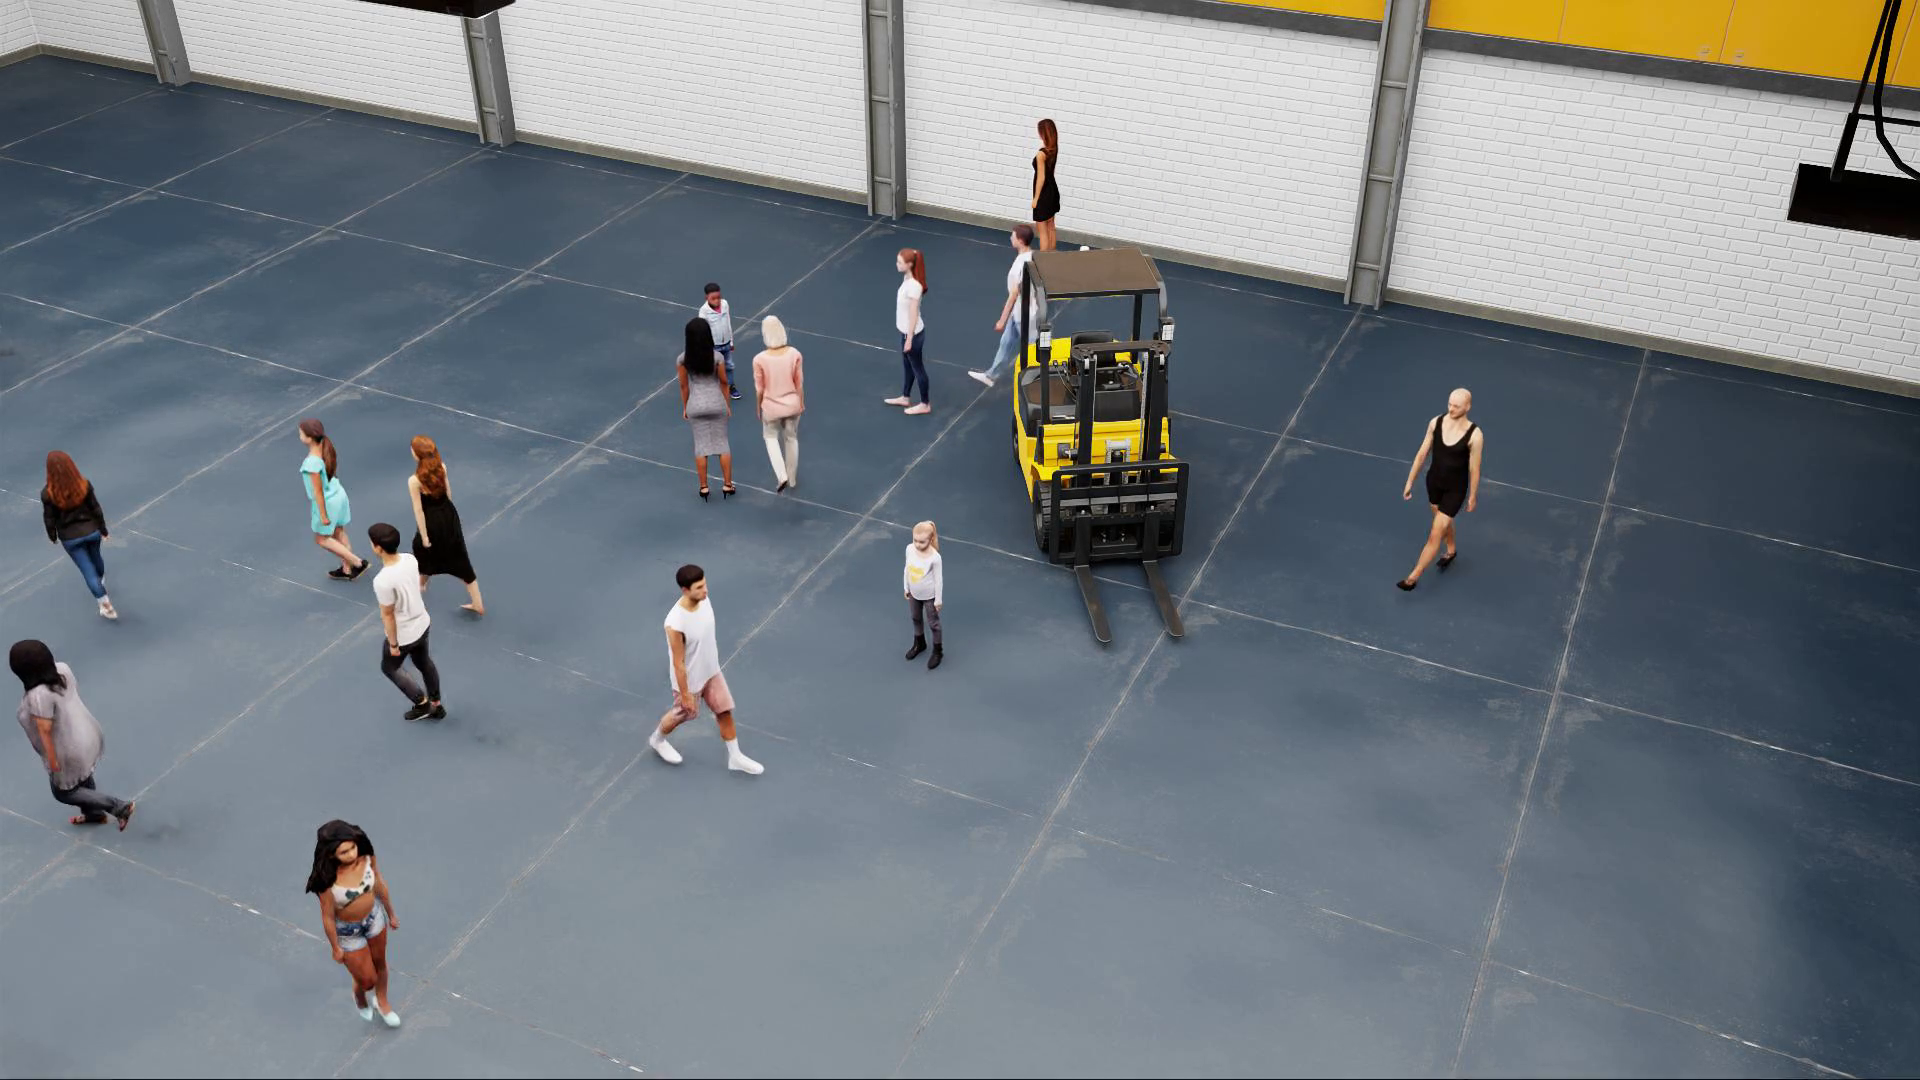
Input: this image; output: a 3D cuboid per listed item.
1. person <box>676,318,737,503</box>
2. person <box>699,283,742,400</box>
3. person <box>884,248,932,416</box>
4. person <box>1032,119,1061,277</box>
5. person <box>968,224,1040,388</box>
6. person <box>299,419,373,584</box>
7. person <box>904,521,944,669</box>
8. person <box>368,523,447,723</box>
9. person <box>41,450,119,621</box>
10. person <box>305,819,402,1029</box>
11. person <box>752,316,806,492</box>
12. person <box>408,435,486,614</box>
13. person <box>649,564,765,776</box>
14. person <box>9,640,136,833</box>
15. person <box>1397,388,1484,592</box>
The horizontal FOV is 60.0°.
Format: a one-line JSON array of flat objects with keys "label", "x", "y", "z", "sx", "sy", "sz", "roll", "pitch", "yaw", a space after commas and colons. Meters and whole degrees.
[{"label": "person", "x": -2.239, "y": -1.146, "z": 14.734, "sx": 0.610, "sy": 1.781, "sz": 0.724, "roll": -2, "pitch": 34, "yaw": -3}, {"label": "person", "x": -2.399, "y": -1.977, "z": 16.458, "sx": 0.570, "sy": 1.256, "sz": 0.613, "roll": -20, "pitch": 38, "yaw": -27}, {"label": "person", "x": -0.402, "y": -2.012, "z": 16.075, "sx": 0.816, "sy": 1.739, "sz": 0.747, "roll": -2, "pitch": 34, "yaw": -2}, {"label": "person", "x": 0.964, "y": -3.854, "z": 18.761, "sx": 0.529, "sy": 1.833, "sz": 0.586, "roll": 17, "pitch": 37, "yaw": 23}, {"label": "person", "x": 0.711, "y": -2.162, "z": 16.251, "sx": 1.276, "sy": 1.794, "sz": 0.853, "roll": 6, "pitch": 34, "yaw": 10}, {"label": "person", "x": -5.127, "y": -0.308, "z": 13.683, "sx": 0.742, "sy": 1.549, "sz": 0.635, "roll": 5, "pitch": 34, "yaw": 8}, {"label": "person", "x": -0.272, "y": 0.400, "z": 12.866, "sx": 0.462, "sy": 1.274, "sz": 0.581, "roll": 20, "pitch": 39, "yaw": 28}, {"label": "person", "x": -3.970, "y": 0.640, "z": 12.109, "sx": 0.631, "sy": 1.712, "sz": 0.692, "roll": 9, "pitch": 35, "yaw": 13}, {"label": "person", "x": -7.041, "y": -0.015, "z": 13.333, "sx": 0.803, "sy": 1.448, "sz": 1.040, "roll": -27, "pitch": 42, "yaw": -34}, {"label": "person", "x": -3.576, "y": 2.254, "z": 9.767, "sx": 0.636, "sy": 1.616, "sz": 0.609, "roll": 21, "pitch": 39, "yaw": 28}, {"label": "person", "x": -1.580, "y": -1.160, "z": 14.817, "sx": 0.840, "sy": 1.712, "sz": 0.894, "roll": -8, "pitch": 35, "yaw": -12}, {"label": "person", "x": -4.112, "y": -0.081, "z": 13.315, "sx": 1.112, "sy": 1.578, "sz": 0.681, "roll": 20, "pitch": 38, "yaw": 27}, {"label": "person", "x": -1.935, "y": 0.912, "z": 11.668, "sx": 1.118, "sy": 1.748, "sz": 0.663, "roll": 14, "pitch": 36, "yaw": 20}, {"label": "person", "x": -5.924, "y": 1.343, "z": 11.160, "sx": 0.912, "sy": 1.592, "sz": 0.834, "roll": -4, "pitch": 34, "yaw": -6}, {"label": "person", "x": 4.065, "y": -0.459, "z": 13.716, "sx": 1.050, "sy": 1.764, "sz": 1.183, "roll": -25, "pitch": 41, "yaw": -33}]
